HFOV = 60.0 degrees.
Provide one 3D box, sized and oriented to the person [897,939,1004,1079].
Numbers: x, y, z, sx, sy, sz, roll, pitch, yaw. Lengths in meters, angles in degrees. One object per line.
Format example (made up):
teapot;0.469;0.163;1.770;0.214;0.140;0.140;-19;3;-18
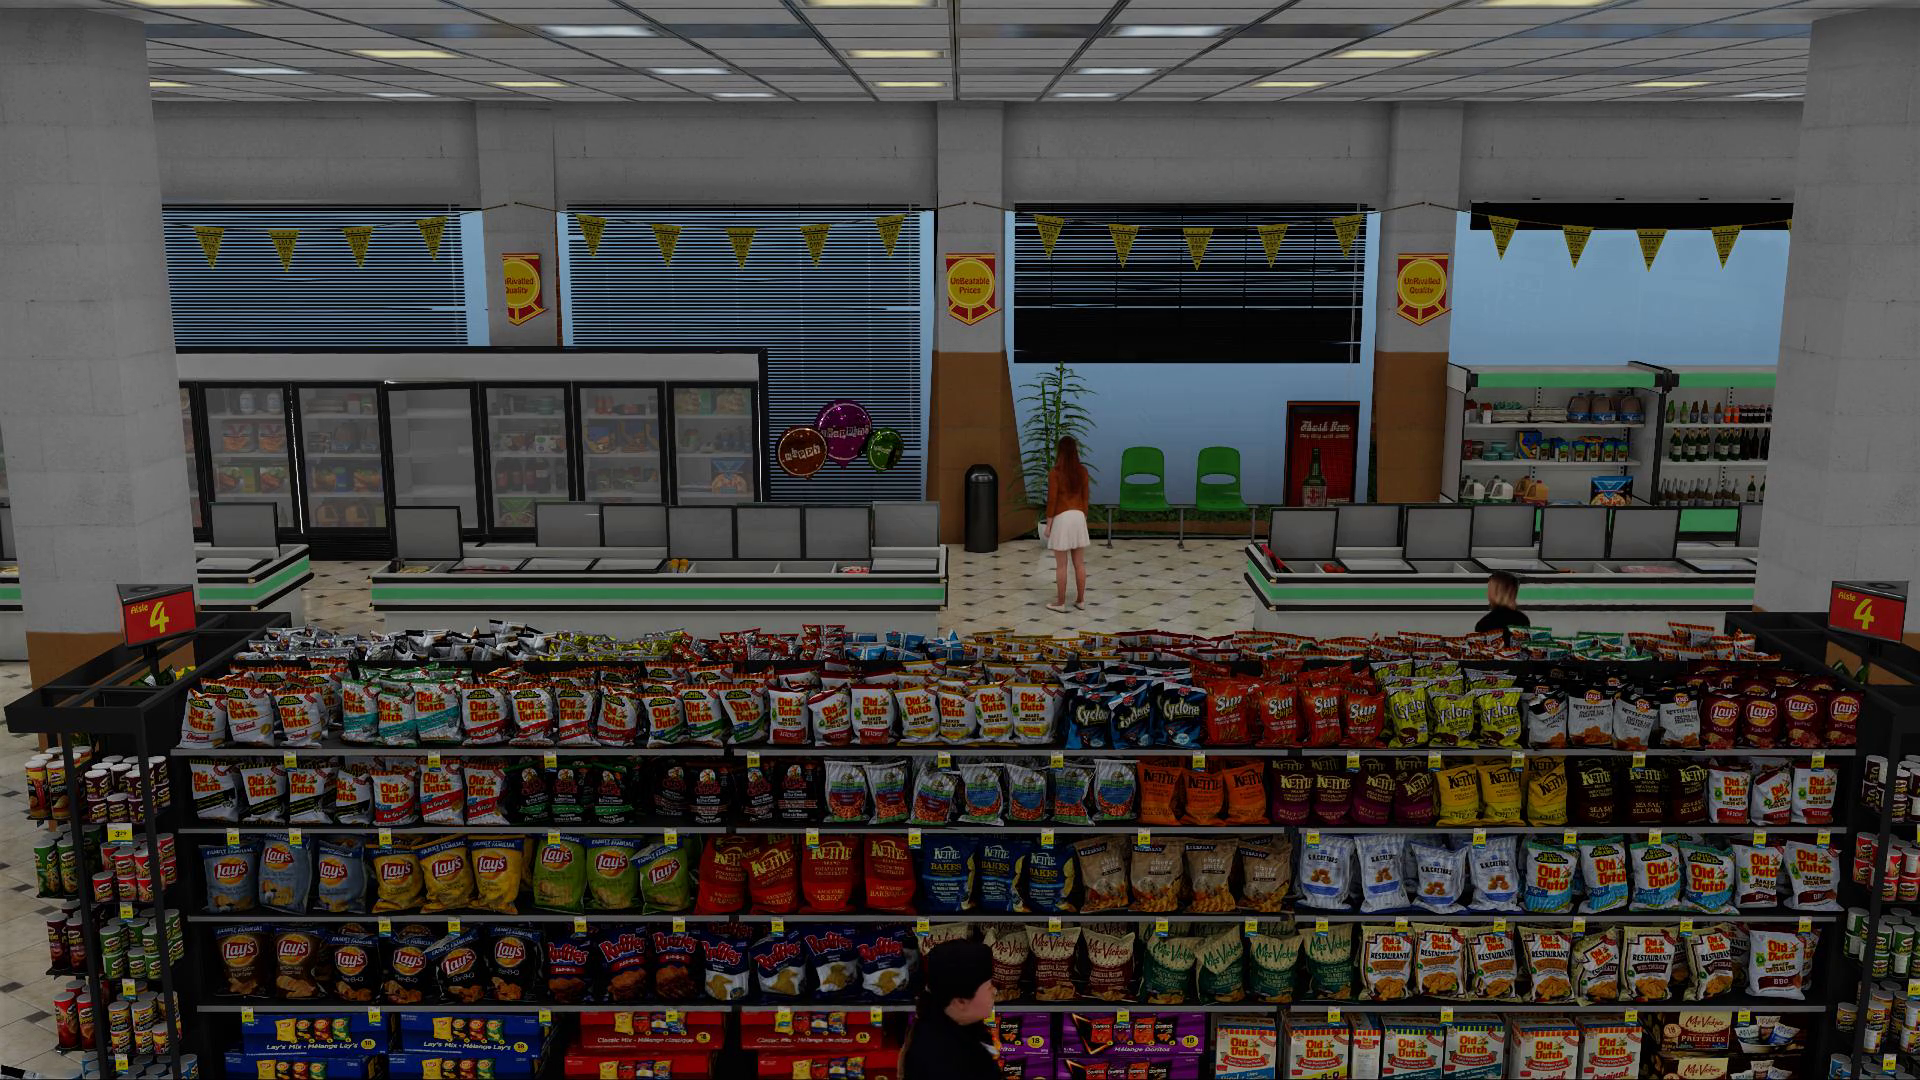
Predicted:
person;-0.137;2.123;5.498;0.922;1.649;0.766;-1;12;-6

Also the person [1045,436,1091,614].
person;1.057;-0.161;16.166;0.643;1.723;0.758;-5;13;-24

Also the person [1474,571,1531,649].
person;3.503;1.047;10.617;0.991;1.644;0.983;-8;14;-33
